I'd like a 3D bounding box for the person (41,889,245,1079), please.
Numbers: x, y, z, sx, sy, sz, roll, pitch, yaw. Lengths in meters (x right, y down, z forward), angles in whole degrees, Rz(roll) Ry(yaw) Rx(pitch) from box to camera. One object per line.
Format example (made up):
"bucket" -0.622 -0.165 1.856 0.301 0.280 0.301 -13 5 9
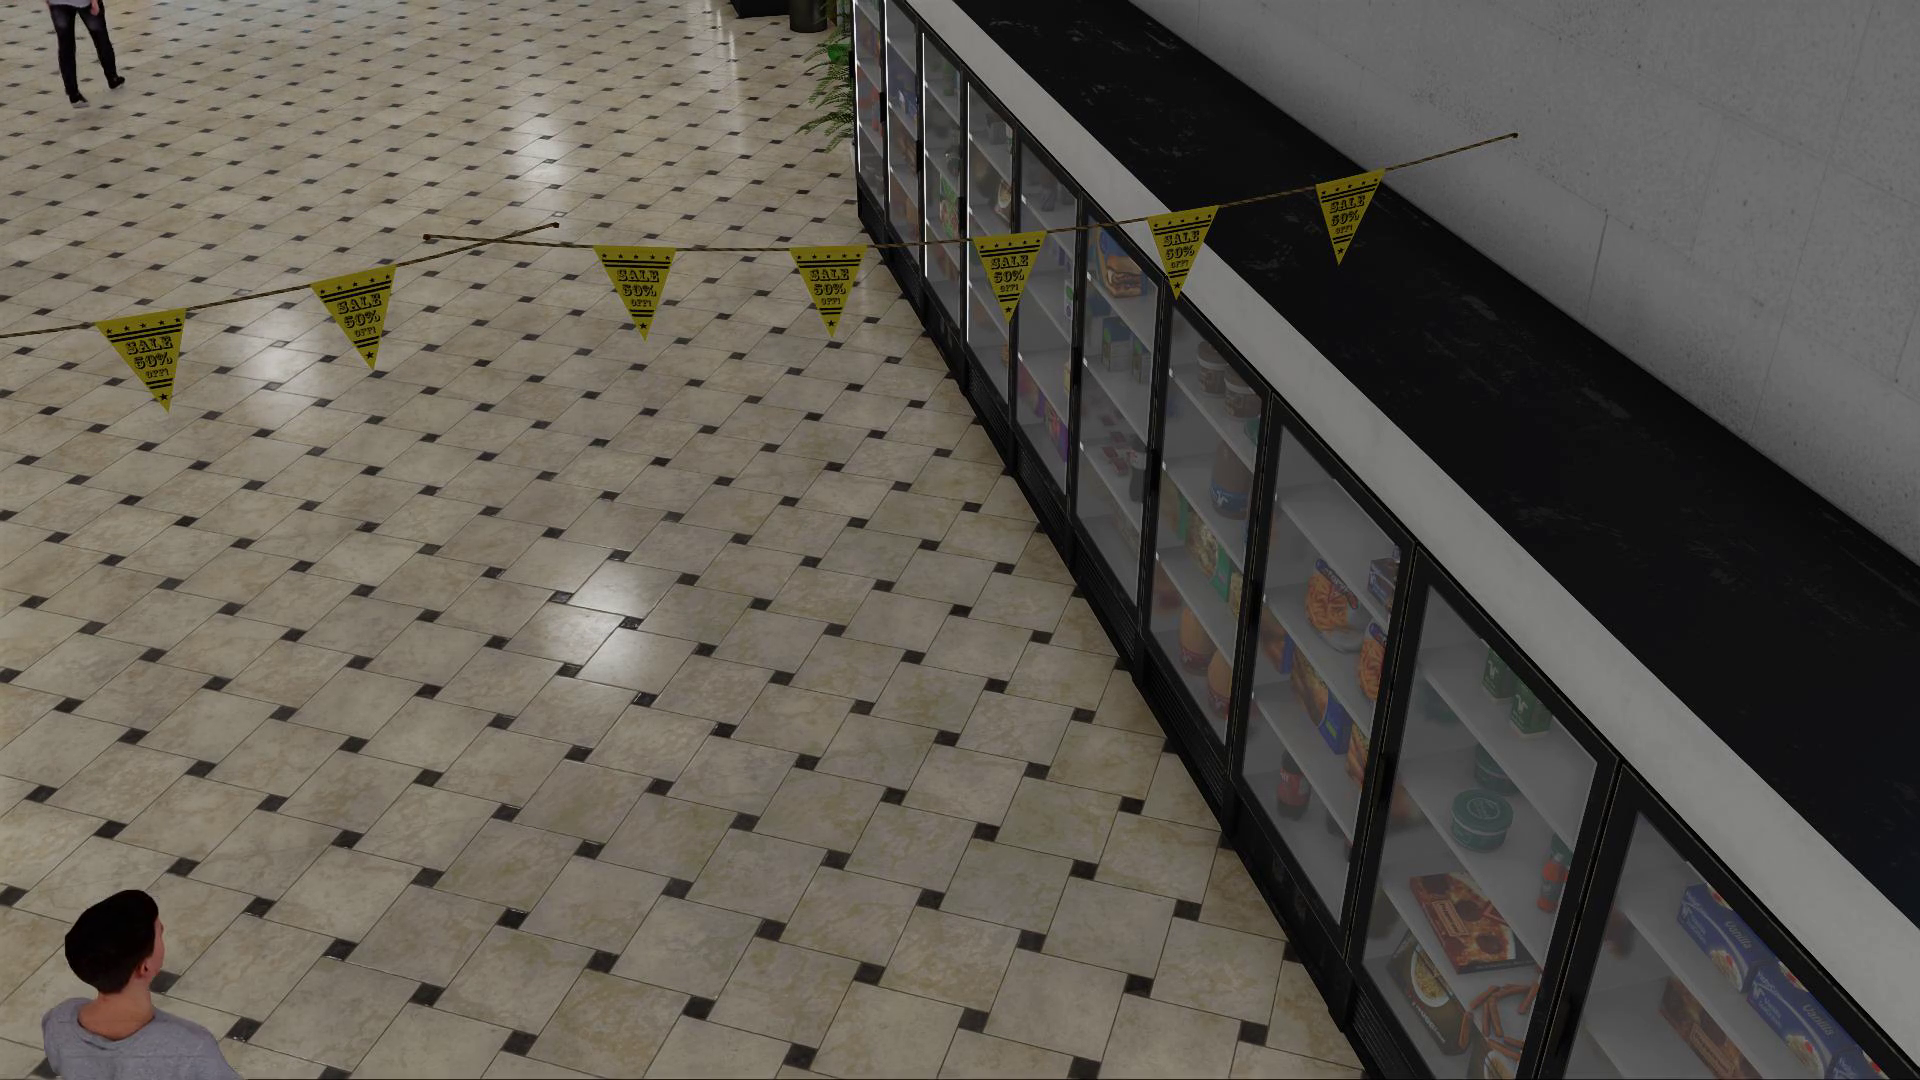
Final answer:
"person" -2.005 1.710 4.199 1.197 1.799 1.150 11 33 17

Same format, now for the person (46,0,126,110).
"person" -7.707 -4.627 14.396 1.214 1.786 0.832 -4 32 -7
